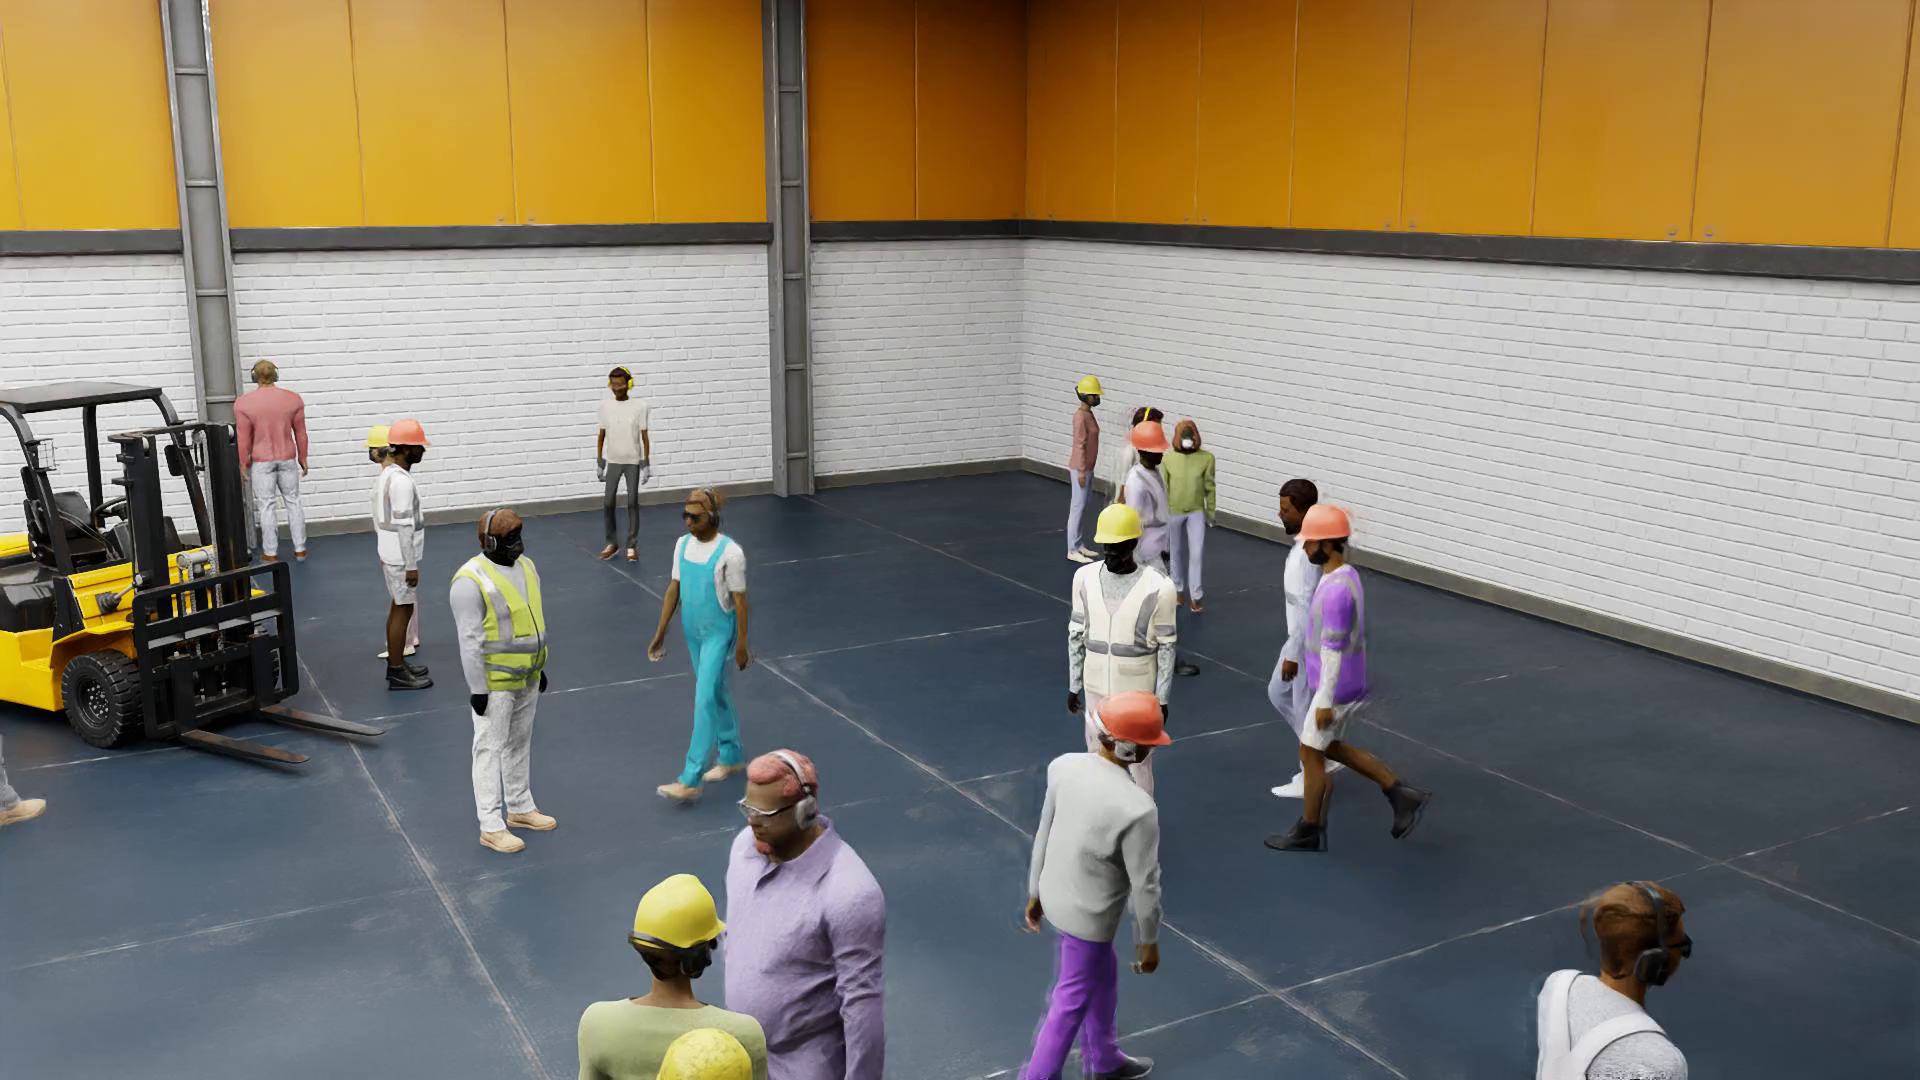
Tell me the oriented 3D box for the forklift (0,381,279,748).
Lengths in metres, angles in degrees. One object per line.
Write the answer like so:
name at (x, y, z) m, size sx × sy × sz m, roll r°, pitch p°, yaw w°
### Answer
forklift at (-5.853, 0.085, 11.199) m, size 2.313 × 2.155 × 1.214 m, roll 7°, pitch 14°, yaw 28°

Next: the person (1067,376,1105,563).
person at (1.201, -0.674, 15.769) m, size 0.328 × 1.767 × 0.531 m, roll 3°, pitch 12°, yaw 14°

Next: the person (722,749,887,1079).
person at (-0.514, 1.543, 5.083) m, size 0.399 × 1.896 × 0.658 m, roll -10°, pitch 15°, yaw -38°

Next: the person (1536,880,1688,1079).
person at (1.669, 1.745, 4.300) m, size 0.484 × 1.829 × 0.514 m, roll -5°, pitch 13°, yaw -21°

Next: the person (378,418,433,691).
person at (-3.913, 0.098, 11.802) m, size 0.421 × 1.925 × 0.558 m, roll -5°, pitch 13°, yaw -22°

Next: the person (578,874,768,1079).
person at (-0.740, 1.743, 4.446) m, size 0.533 × 1.765 × 0.322 m, roll 2°, pitch 12°, yaw 9°

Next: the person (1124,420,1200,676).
person at (1.342, 0.055, 12.060) m, size 0.800 × 1.891 × 0.571 m, roll 3°, pitch 12°, yaw 15°

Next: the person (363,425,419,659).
person at (-4.301, 0.010, 12.562) m, size 0.311 × 1.768 × 0.533 m, roll -2°, pitch 12°, yaw -8°

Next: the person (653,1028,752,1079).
person at (-0.566, 1.904, 3.757) m, size 0.484 × 1.736 × 0.308 m, roll -11°, pitch 16°, yaw -42°

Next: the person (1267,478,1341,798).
person at (2.006, 0.579, 9.601) m, size 0.445 × 1.895 × 0.599 m, roll 1°, pitch 12°, yaw 7°

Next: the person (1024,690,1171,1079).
person at (0.542, 1.382, 6.280) m, size 0.790 × 1.696 × 0.566 m, roll -6°, pitch 14°, yaw -27°

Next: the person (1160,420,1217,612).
person at (1.884, -0.192, 13.872) m, size 0.530 × 1.598 × 0.787 m, roll 1°, pitch 12°, yaw 4°

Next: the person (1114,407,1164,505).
person at (1.374, -0.111, 12.935) m, size 0.466 × 1.844 × 0.549 m, roll 5°, pitch 13°, yaw 20°

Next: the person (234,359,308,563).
person at (-6.453, -0.734, 15.645) m, size 0.635 × 1.936 × 0.355 m, roll -8°, pitch 15°, yaw -35°

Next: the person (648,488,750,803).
person at (-1.561, 0.606, 9.674) m, size 0.519 × 1.814 × 0.810 m, roll 10°, pitch 16°, yaw 40°

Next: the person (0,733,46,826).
person at (-5.547, 0.640, 8.960) m, size 0.691 × 2.000 × 0.867 m, roll 8°, pitch 14°, yaw 33°

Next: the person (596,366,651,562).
person at (-3.198, -0.716, 15.764) m, size 0.533 × 1.858 × 0.345 m, roll 0°, pitch 12°, yaw -1°

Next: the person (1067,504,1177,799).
person at (0.828, 0.755, 8.691) m, size 0.590 × 1.927 × 0.367 m, roll 6°, pitch 13°, yaw 26°

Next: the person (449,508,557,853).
person at (-2.438, 0.737, 8.975) m, size 0.430 × 1.845 × 0.619 m, roll 4°, pitch 13°, yaw 20°

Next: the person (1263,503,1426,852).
person at (2.061, 0.749, 8.783) m, size 0.770 × 1.909 × 0.547 m, roll 3°, pitch 12°, yaw 12°
